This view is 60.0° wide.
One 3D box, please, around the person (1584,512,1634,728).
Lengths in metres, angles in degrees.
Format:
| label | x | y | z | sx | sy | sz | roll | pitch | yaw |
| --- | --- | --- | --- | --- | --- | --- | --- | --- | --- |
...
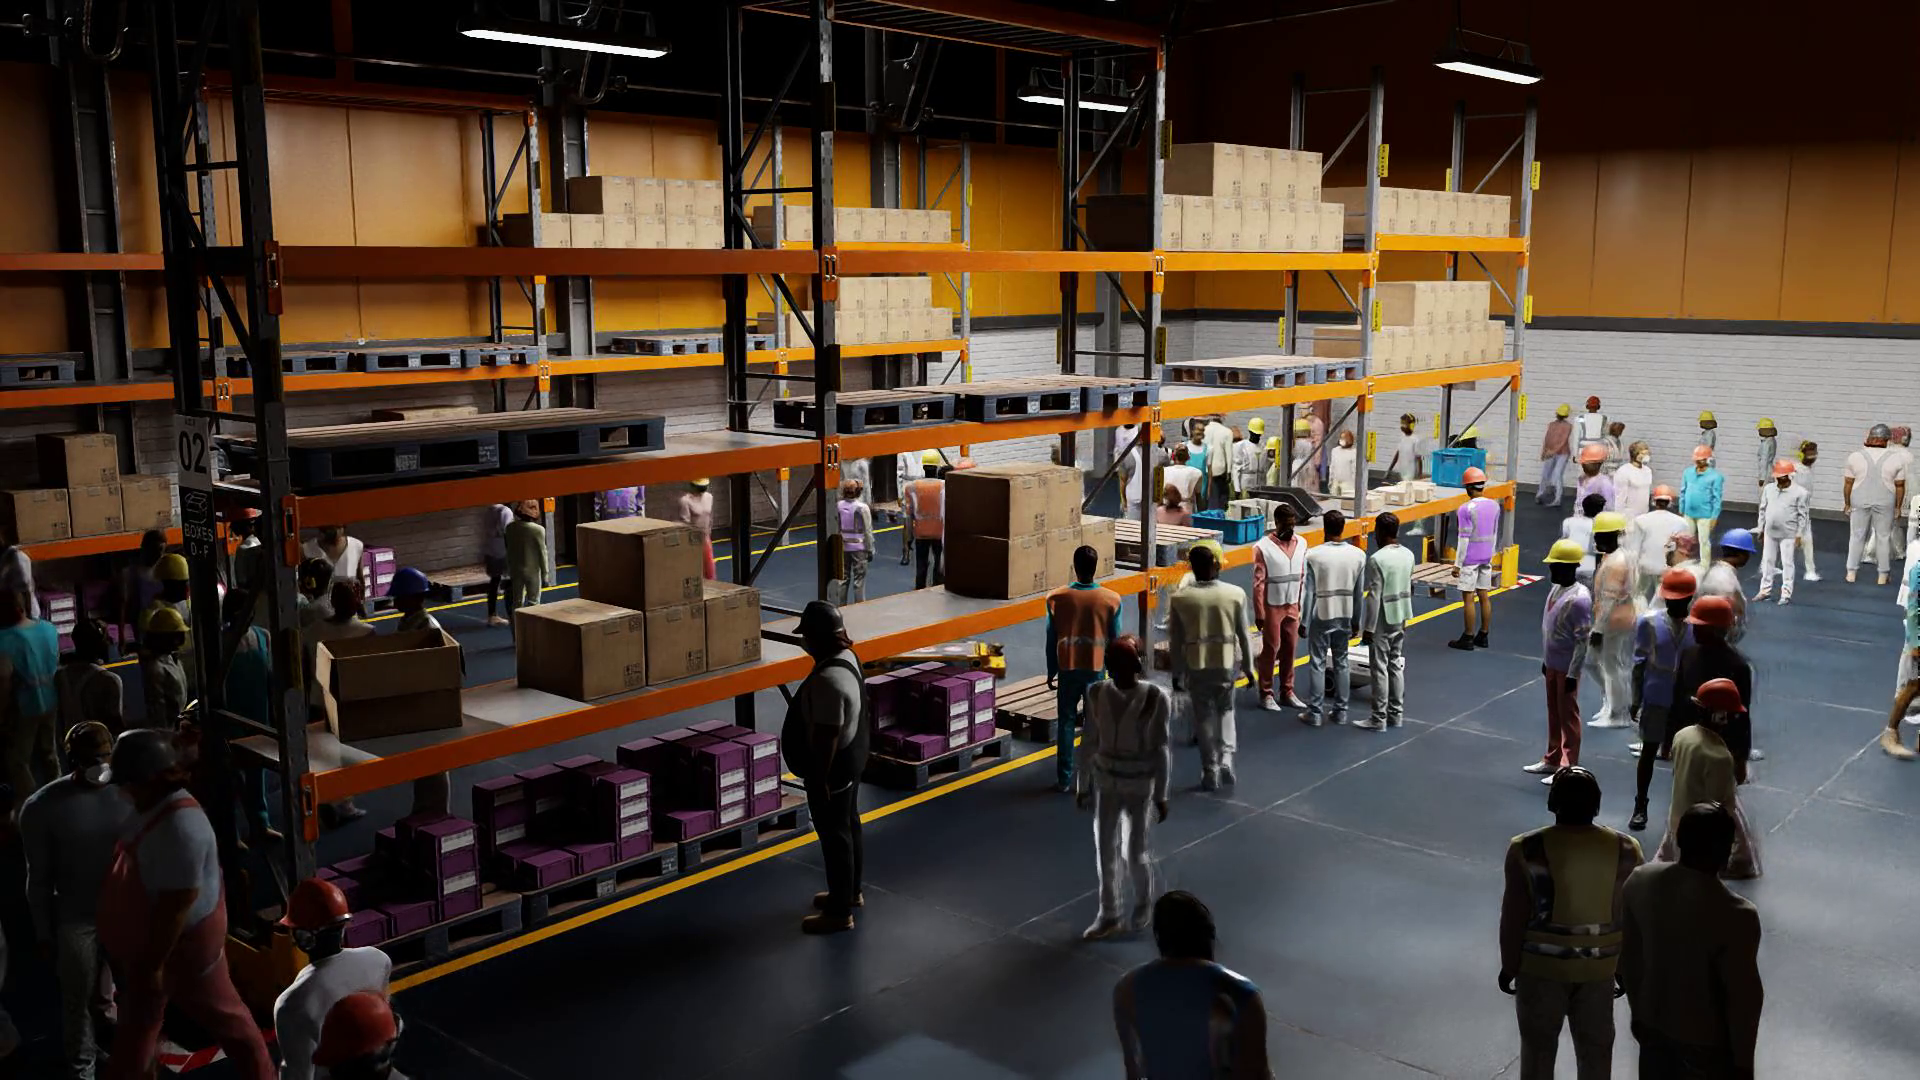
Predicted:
| label | x | y | z | sx | sy | sz | roll | pitch | yaw |
| --- | --- | --- | --- | --- | --- | --- | --- | --- | --- |
| person | 5.643 | 0.708 | 14.484 | 0.438 | 1.904 | 0.611 | 2 | 10 | 11 |

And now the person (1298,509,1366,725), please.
| label | x | y | z | sx | sy | sz | roll | pitch | yaw |
| --- | --- | --- | --- | --- | --- | --- | --- | --- | --- |
| person | 3.260 | 0.686 | 14.595 | 0.599 | 1.909 | 0.401 | -3 | 10 | -16 |

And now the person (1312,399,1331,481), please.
| label | x | y | z | sx | sy | sz | roll | pitch | yaw |
| --- | --- | --- | --- | --- | --- | --- | --- | --- | --- |
| person | 6.587 | -2.073 | 30.798 | 0.623 | 1.992 | 0.396 | -5 | 11 | -29 |

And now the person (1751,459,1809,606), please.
| label | x | y | z | sx | sy | sz | roll | pitch | yaw |
| --- | --- | --- | --- | --- | --- | --- | --- | --- | --- |
| person | 9.735 | -0.097 | 19.752 | 0.343 | 1.741 | 0.561 | -6 | 11 | -34 |

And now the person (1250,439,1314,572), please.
| label | x | y | z | sx | sy | sz | roll | pitch | yaw |
| --- | --- | --- | --- | --- | --- | --- | --- | --- | --- |
| person | 4.208 | -0.401 | 21.294 | 0.967 | 1.825 | 0.666 | 1 | 10 | 3 |

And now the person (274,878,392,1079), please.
| label | x | y | z | sx | sy | sz | roll | pitch | yaw |
| --- | --- | --- | --- | --- | --- | --- | --- | --- | --- |
| person | -2.406 | 2.140 | 6.365 | 0.342 | 1.749 | 0.569 | 4 | 10 | 20 |

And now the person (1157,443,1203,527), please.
| label | x | y | z | sx | sy | sz | roll | pitch | yaw |
| --- | --- | --- | --- | --- | --- | --- | --- | --- | --- |
| person | 2.704 | -0.265 | 20.476 | 0.561 | 1.838 | 0.388 | 2 | 10 | 12 |

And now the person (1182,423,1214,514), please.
| label | x | y | z | sx | sy | sz | roll | pitch | yaw |
| --- | --- | --- | --- | --- | --- | --- | --- | --- | --- |
| person | 3.293 | -0.754 | 23.454 | 0.544 | 1.822 | 0.396 | 2 | 10 | 12 |

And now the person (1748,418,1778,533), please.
| label | x | y | z | sx | sy | sz | roll | pitch | yaw |
| --- | --- | --- | --- | --- | --- | --- | --- | --- | --- |
| person | 12.066 | -0.966 | 24.971 | 0.321 | 1.737 | 0.483 | 7 | 12 | 36 |

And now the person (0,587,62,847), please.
| label | x | y | z | sx | sy | sz | roll | pitch | yaw |
| --- | --- | --- | --- | --- | --- | --- | --- | --- | --- |
| person | -6.512 | 1.213 | 11.731 | 0.571 | 1.821 | 0.699 | 3 | 10 | 15 |

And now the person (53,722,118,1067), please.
| label | x | y | z | sx | sy | sz | roll | pitch | yaw |
| --- | --- | --- | --- | --- | --- | --- | --- | --- | --- |
| person | -4.416 | 1.781 | 8.499 | 0.325 | 1.760 | 0.523 | 1 | 10 | 4 |

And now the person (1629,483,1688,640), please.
| label | x | y | z | sx | sy | sz | roll | pitch | yaw |
| --- | --- | --- | --- | --- | --- | --- | --- | --- | --- |
| person | 7.371 | 0.263 | 17.618 | 0.586 | 1.734 | 0.400 | 1 | 10 | 6 |

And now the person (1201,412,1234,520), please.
| label | x | y | z | sx | sy | sz | roll | pitch | yaw |
| --- | --- | --- | --- | --- | --- | --- | --- | --- | --- |
| person | 3.823 | -1.054 | 24.850 | 0.650 | 1.937 | 0.956 | 6 | 11 | 31 |

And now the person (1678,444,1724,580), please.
| label | x | y | z | sx | sy | sz | roll | pitch | yaw |
| --- | --- | --- | --- | --- | --- | --- | --- | --- | --- |
| person | 9.452 | -0.359 | 21.297 | 0.343 | 1.747 | 0.568 | -6 | 11 | -31 |

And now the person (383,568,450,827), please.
| label | x | y | z | sx | sy | sz | roll | pitch | yaw |
| --- | --- | --- | --- | --- | --- | --- | --- | --- | --- |
| person | -3.813 | 1.149 | 11.702 | 0.394 | 1.945 | 0.614 | -7 | 12 | -37 |

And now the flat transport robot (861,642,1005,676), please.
| label | x | y | z | sx | sy | sz | roll | pitch | yaw |
| --- | --- | --- | --- | --- | --- | --- | --- | --- | --- |
| flat transport robot | -0.271 | 1.175 | 16.541 | 1.431 | 0.197 | 0.652 | 0 | 9 | 0 |

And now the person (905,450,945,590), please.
| label | x | y | z | sx | sy | sz | roll | pitch | yaw |
| --- | --- | --- | --- | --- | --- | --- | --- | --- | --- |
| person | -0.335 | -0.070 | 19.039 | 0.586 | 1.928 | 0.365 | 1 | 10 | 6 |

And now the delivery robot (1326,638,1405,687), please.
| label | x | y | z | sx | sy | sz | roll | pitch | yaw |
| --- | --- | --- | --- | --- | --- | --- | --- | --- | --- |
| delivery robot | 3.771 | 1.160 | 15.506 | 0.707 | 0.478 | 0.477 | 9 | 13 | 44 |

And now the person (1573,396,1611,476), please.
| label | x | y | z | sx | sy | sz | roll | pitch | yaw |
| --- | --- | --- | --- | --- | --- | --- | --- | --- | --- |
| person | 10.313 | -1.412 | 27.187 | 0.574 | 1.882 | 0.356 | 2 | 10 | 12 |

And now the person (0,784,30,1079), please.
| label | x | y | z | sx | sy | sz | roll | pitch | yaw |
| --- | --- | --- | --- | --- | --- | --- | --- | --- | --- |
| person | -4.189 | 1.946 | 7.005 | 0.548 | 1.924 | 0.630 | -5 | 11 | -29 |

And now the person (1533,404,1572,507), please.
| label | x | y | z | sx | sy | sz | roll | pitch | yaw |
| --- | --- | --- | --- | --- | --- | --- | --- | --- | --- |
| person | 9.844 | -1.412 | 27.669 | 0.468 | 1.722 | 0.618 | -4 | 10 | -22 |

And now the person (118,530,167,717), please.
| label | x | y | z | sx | sy | sz | roll | pitch | yaw |
| --- | --- | --- | --- | --- | --- | --- | --- | --- | --- |
| person | -6.858 | 0.814 | 14.158 | 0.558 | 1.786 | 0.989 | -4 | 10 | -25 |

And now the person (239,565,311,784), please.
| label | x | y | z | sx | sy | sz | roll | pitch | yaw |
| --- | --- | --- | --- | --- | --- | --- | --- | --- | --- |
| person | -5.280 | 0.996 | 12.837 | 0.601 | 1.879 | 0.914 | 4 | 10 | 22 |

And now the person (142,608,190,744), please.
| label | x | y | z | sx | sy | sz | roll | pitch | yaw |
| --- | --- | --- | --- | --- | --- | --- | --- | --- | --- |
| person | -5.381 | 1.317 | 11.348 | 0.342 | 1.736 | 0.486 | -2 | 10 | -11 |

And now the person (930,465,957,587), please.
| label | x | y | z | sx | sy | sz | roll | pitch | yaw |
| --- | --- | --- | --- | --- | --- | --- | --- | --- | --- |
| person | -0.235 | -0.058 | 19.721 | 0.435 | 1.675 | 0.611 | -6 | 11 | -33 |

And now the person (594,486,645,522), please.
| label | x | y | z | sx | sy | sz | roll | pitch | yaw |
| --- | --- | --- | --- | --- | --- | --- | --- | --- | --- |
| person | -3.958 | -0.124 | 19.359 | 0.585 | 1.929 | 0.370 | -1 | 10 | -7 |

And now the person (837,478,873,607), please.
| label | x | y | z | sx | sy | sz | roll | pitch | yaw |
| --- | --- | --- | --- | --- | --- | --- | --- | --- | --- |
| person | -1.198 | 0.115 | 18.795 | 0.523 | 1.640 | 0.306 | 7 | 12 | 36 |

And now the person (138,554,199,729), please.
| label | x | y | z | sx | sy | sz | roll | pitch | yaw |
| --- | --- | --- | --- | --- | --- | --- | --- | --- | --- |
| person | -5.794 | 1.049 | 12.388 | 0.386 | 1.922 | 0.628 | 2 | 10 | 11 |

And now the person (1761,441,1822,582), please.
| label | x | y | z | sx | sy | sz | roll | pitch | yaw |
| --- | --- | --- | --- | --- | --- | --- | --- | --- | --- |
| person | 10.753 | -0.389 | 21.346 | 0.535 | 1.810 | 0.827 | -5 | 11 | -25 |

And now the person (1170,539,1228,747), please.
| label | x | y | z | sx | sy | sz | roll | pitch | yaw |
| --- | --- | --- | --- | --- | --- | --- | --- | --- | --- |
| person | 1.884 | 0.875 | 13.773 | 0.657 | 1.803 | 0.624 | -1 | 10 | -5 |

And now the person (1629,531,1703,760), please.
| label | x | y | z | sx | sy | sz | roll | pitch | yaw |
| --- | --- | --- | --- | --- | --- | --- | --- | --- | --- |
| person | 5.782 | 0.869 | 13.644 | 0.510 | 1.862 | 0.693 | 3 | 10 | 17 |

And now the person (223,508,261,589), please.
| label | x | y | z | sx | sy | sz | roll | pitch | yaw |
| --- | --- | --- | --- | --- | --- | --- | --- | --- | --- |
| person | -6.438 | 0.589 | 15.120 | 0.389 | 1.925 | 0.551 | 0 | 10 | 1 |

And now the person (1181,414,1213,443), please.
| label | x | y | z | sx | sy | sz | roll | pitch | yaw |
| --- | --- | --- | --- | --- | --- | --- | --- | --- | --- |
| person | 3.688 | -1.194 | 25.464 | 0.611 | 2.030 | 0.410 | 5 | 11 | 27 |

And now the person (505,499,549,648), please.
| label | x | y | z | sx | sy | sz | roll | pitch | yaw |
| --- | --- | --- | --- | --- | --- | --- | --- | --- | --- |
| person | -4.536 | 0.348 | 17.455 | 0.505 | 1.623 | 0.286 | 4 | 10 | 22 |

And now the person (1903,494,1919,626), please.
| label | x | y | z | sx | sy | sz | roll | pitch | yaw |
| --- | --- | --- | --- | --- | --- | --- | --- | --- | --- |
| person | 10.652 | 0.098 | 18.151 | 0.614 | 1.889 | 0.850 | 4 | 10 | 24 |

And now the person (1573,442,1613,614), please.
| label | x | y | z | sx | sy | sz | roll | pitch | yaw |
| --- | --- | --- | --- | --- | --- | --- | --- | --- | --- |
| person | 7.189 | -0.099 | 18.949 | 0.592 | 2.054 | 0.633 | -1 | 10 | -5 |

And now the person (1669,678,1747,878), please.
| label | x | y | z | sx | sy | sz | roll | pitch | yaw |
| --- | --- | --- | --- | --- | --- | --- | --- | --- | --- |
| person | 4.227 | 1.633 | 9.431 | 0.349 | 1.743 | 0.563 | 0 | 10 | 0 |

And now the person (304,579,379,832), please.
| label | x | y | z | sx | sy | sz | roll | pitch | yaw |
| --- | --- | --- | --- | --- | --- | --- | --- | --- | --- |
| person | -4.409 | 1.197 | 11.809 | 0.606 | 1.815 | 0.595 | 2 | 10 | 13 |

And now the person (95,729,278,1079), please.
| label | x | y | z | sx | sy | sz | roll | pitch | yaw |
| --- | --- | --- | --- | --- | --- | --- | --- | --- | --- |
| person | -3.658 | 1.786 | 7.623 | 1.016 | 2.000 | 0.699 | -8 | 12 | -38 |

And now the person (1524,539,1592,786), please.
| label | x | y | z | sx | sy | sz | roll | pitch | yaw |
| --- | --- | --- | --- | --- | --- | --- | --- | --- | --- |
| person | 4.690 | 0.948 | 12.965 | 0.366 | 1.927 | 0.585 | 0 | 10 | -3 |
